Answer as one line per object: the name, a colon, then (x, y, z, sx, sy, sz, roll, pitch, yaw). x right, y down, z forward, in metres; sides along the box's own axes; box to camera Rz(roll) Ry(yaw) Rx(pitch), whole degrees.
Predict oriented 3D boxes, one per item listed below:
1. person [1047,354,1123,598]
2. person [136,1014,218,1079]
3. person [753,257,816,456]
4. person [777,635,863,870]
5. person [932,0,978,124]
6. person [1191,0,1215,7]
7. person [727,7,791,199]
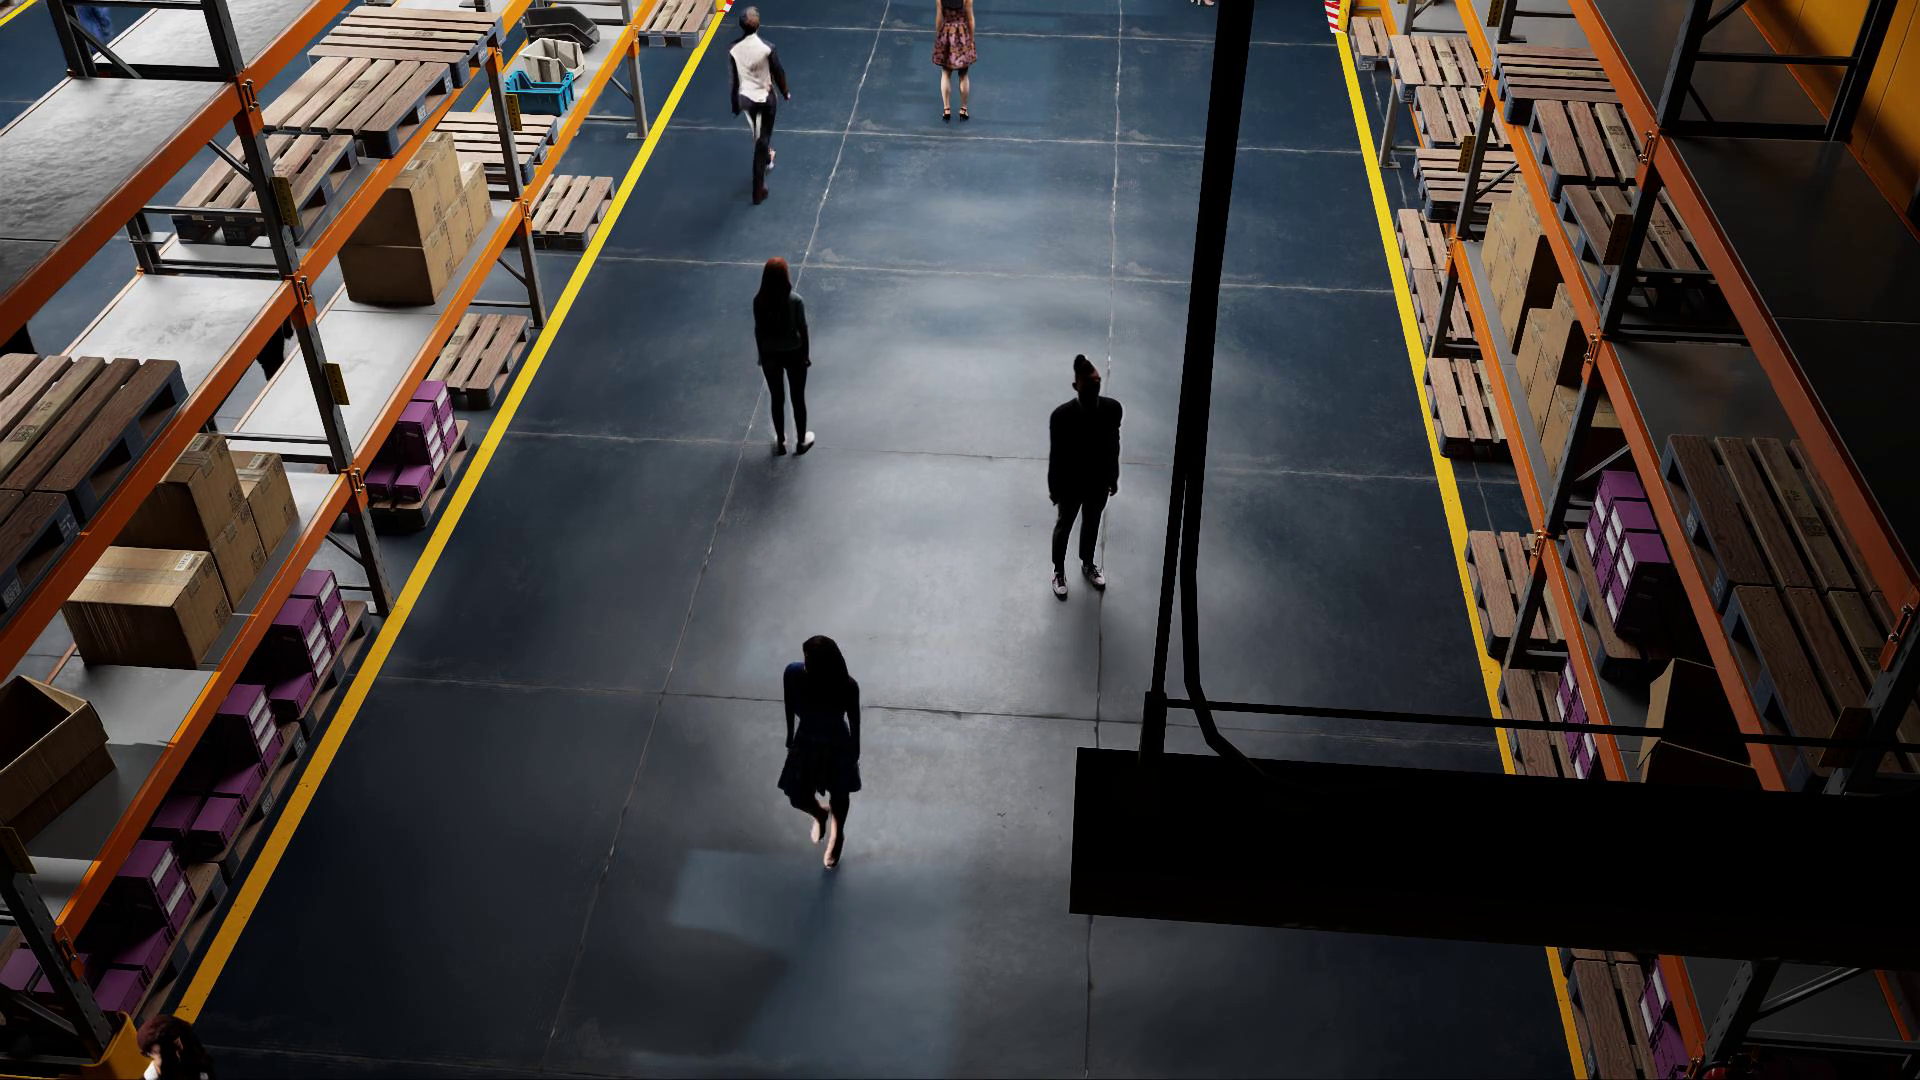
person: (0.870, -0.479, 11.862, 0.787, 1.950, 0.753, -12, 40, -14)
person: (-3.573, 2.838, 7.835, 0.638, 1.794, 0.409, 4, 39, 5)
person: (-1.406, -1.452, 13.247, 0.591, 1.742, 0.522, 1, 39, 2)
person: (-0.789, 1.210, 9.868, 0.707, 1.800, 0.705, 9, 39, 11)
person: (-0.057, -5.448, 18.225, 0.649, 1.774, 0.647, 3, 39, 3)
person: (3.135, -7.662, 20.998, 0.832, 1.774, 0.750, -19, 42, -22)
person: (-2.067, -4.377, 16.831, 0.807, 1.840, 1.248, 9, 39, 11)
